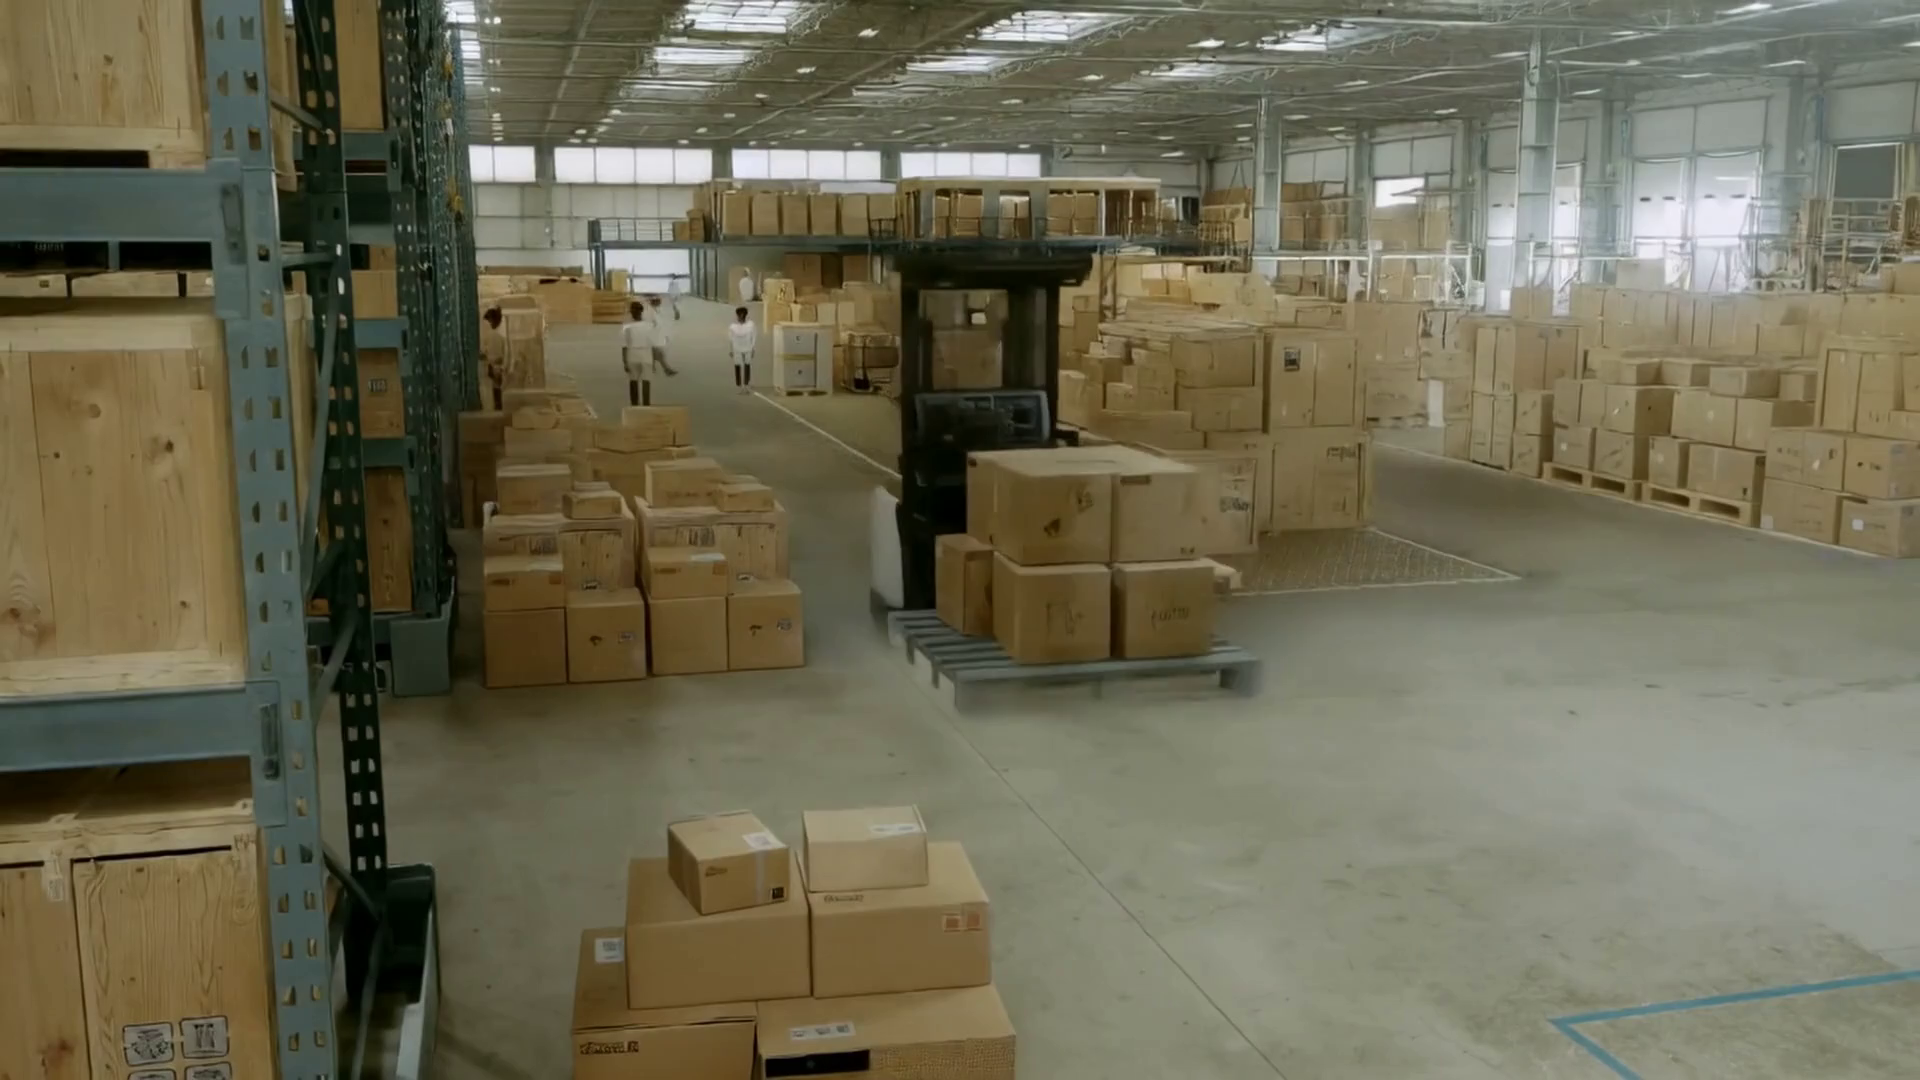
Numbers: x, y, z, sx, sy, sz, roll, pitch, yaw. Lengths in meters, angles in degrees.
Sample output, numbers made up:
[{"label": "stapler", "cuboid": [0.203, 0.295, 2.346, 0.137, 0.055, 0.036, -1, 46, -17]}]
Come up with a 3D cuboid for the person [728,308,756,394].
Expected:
[{"label": "person", "cuboid": [-4.262, -3.693, 32.484, 0.538, 1.681, 0.562, -2, 10, -13]}]

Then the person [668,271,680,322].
[{"label": "person", "cuboid": [-10.925, -9.321, 63.659, 0.543, 1.925, 0.511, 4, 11, 22]}]

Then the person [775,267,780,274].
[{"label": "person", "cuboid": [-8.136, -11.253, 74.592, 0.590, 1.926, 0.388, 4, 11, 22]}]

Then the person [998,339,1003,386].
[{"label": "person", "cuboid": [0.717, -2.303, 24.042, 0.845, 1.892, 0.598, 9, 14, 42]}]

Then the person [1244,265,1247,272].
[{"label": "person", "cuboid": [13.504, -12.032, 78.812, 0.381, 1.994, 0.622, 0, 10, 0]}]

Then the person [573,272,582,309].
[{"label": "person", "cuboid": [-16.564, -10.755, 72.234, 0.329, 1.765, 0.533, 6, 12, 31]}]

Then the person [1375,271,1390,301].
[{"label": "person", "cuboid": [18.962, -11.182, 74.591, 0.965, 1.797, 0.643, -9, 13, -41]}]

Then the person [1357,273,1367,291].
[{"label": "person", "cuboid": [16.873, -10.338, 69.913, 0.403, 1.749, 0.553, -8, 13, -39]}]

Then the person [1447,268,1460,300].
[{"label": "person", "cuboid": [22.168, -11.263, 74.729, 0.602, 1.904, 0.685, -4, 11, -21]}]

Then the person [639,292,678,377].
[{"label": "person", "cuboid": [-6.717, -4.495, 36.469, 1.018, 1.890, 0.542, -5, 11, -28]}]

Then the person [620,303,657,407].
[{"label": "person", "cuboid": [-5.399, -3.024, 28.024, 0.598, 1.929, 0.998, -2, 10, -13]}]

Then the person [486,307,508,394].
[{"label": "person", "cuboid": [-7.153, -2.640, 25.804, 0.373, 1.936, 0.627, -6, 12, -31]}]

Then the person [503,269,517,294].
[{"label": "person", "cuboid": [-19.635, -10.873, 72.600, 0.599, 1.866, 0.418, -3, 10, -15]}]

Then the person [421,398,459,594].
[{"label": "person", "cuboid": [-4.522, -0.495, 13.527, 0.849, 1.964, 0.635, -2, 10, -12]}]

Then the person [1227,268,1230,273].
[{"label": "person", "cuboid": [12.806, -12.071, 79.314, 0.635, 1.904, 0.847, 4, 11, 19]}]

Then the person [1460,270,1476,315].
[{"label": "person", "cuboid": [21.399, -10.418, 69.956, 0.593, 1.889, 0.963, 0, 10, -1]}]

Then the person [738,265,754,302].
[{"label": "person", "cuboid": [-9.608, -11.301, 74.544, 0.700, 2.000, 0.538, -1, 10, -4]}]

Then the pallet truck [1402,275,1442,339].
[{"label": "pallet truck", "cuboid": [14.620, -7.324, 52.145, 0.823, 1.965, 1.885, 8, 13, 40]}]

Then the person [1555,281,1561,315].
[{"label": "person", "cuboid": [17.548, -6.754, 49.285, 0.597, 1.878, 0.352, -5, 11, -28]}]

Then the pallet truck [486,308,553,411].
[{"label": "pallet truck", "cuboid": [-6.242, -2.418, 24.362, 0.823, 1.965, 1.885, 1, 10, 3]}]

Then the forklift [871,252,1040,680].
[{"label": "forklift", "cuboid": [0.058, -0.618, 11.675, 1.129, 2.768, 1.873, -3, 10, -15]}]

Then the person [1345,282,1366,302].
[{"label": "person", "cuboid": [11.518, -6.590, 48.432, 0.635, 1.840, 0.429, -1, 10, -8]}]

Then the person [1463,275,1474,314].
[{"label": "person", "cuboid": [21.616, -10.441, 70.651, 0.379, 1.681, 0.558, -3, 10, -17]}]
